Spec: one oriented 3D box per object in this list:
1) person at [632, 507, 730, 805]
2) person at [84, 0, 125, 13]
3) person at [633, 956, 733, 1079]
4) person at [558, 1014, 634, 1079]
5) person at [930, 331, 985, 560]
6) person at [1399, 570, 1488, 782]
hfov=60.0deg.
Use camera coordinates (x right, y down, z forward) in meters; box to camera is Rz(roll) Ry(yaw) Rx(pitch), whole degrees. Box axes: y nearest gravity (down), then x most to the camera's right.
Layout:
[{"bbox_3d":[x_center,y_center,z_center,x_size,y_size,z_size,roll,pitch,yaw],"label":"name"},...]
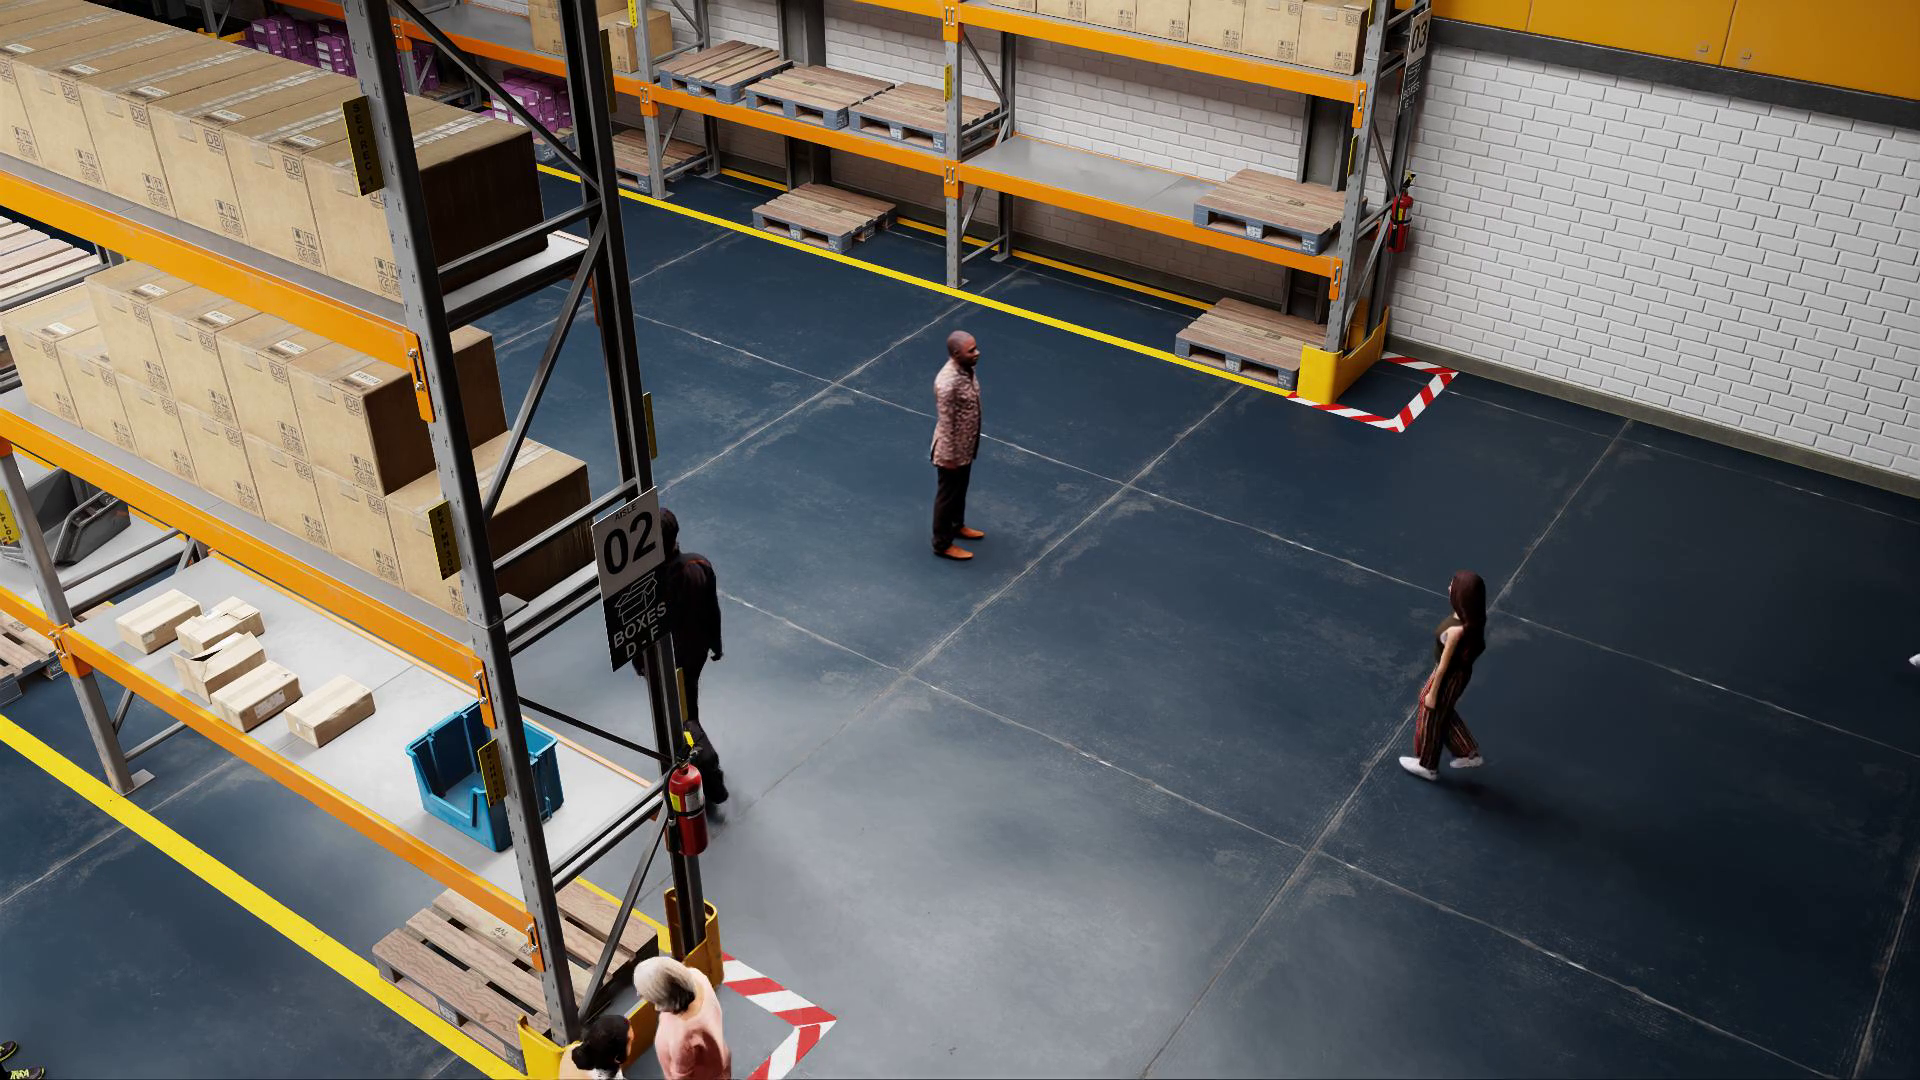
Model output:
[{"bbox_3d":[-1.639,0.727,9.920,0.979,1.893,1.326,-22,39,-29],"label":"person"},{"bbox_3d":[-11.033,-6.822,21.448,0.678,1.703,0.672,-15,36,-21],"label":"person"},{"bbox_3d":[-1.092,2.437,7.534,0.874,1.687,0.824,0,34,0],"label":"person"},{"bbox_3d":[-1.596,2.707,7.093,0.843,1.726,0.705,-25,41,-32],"label":"person"},{"bbox_3d":[-0.045,-0.708,12.160,0.669,1.803,0.724,13,36,18],"label":"person"},{"bbox_3d":[3.022,0.867,10.017,0.723,1.554,0.560,19,38,27],"label":"person"}]
